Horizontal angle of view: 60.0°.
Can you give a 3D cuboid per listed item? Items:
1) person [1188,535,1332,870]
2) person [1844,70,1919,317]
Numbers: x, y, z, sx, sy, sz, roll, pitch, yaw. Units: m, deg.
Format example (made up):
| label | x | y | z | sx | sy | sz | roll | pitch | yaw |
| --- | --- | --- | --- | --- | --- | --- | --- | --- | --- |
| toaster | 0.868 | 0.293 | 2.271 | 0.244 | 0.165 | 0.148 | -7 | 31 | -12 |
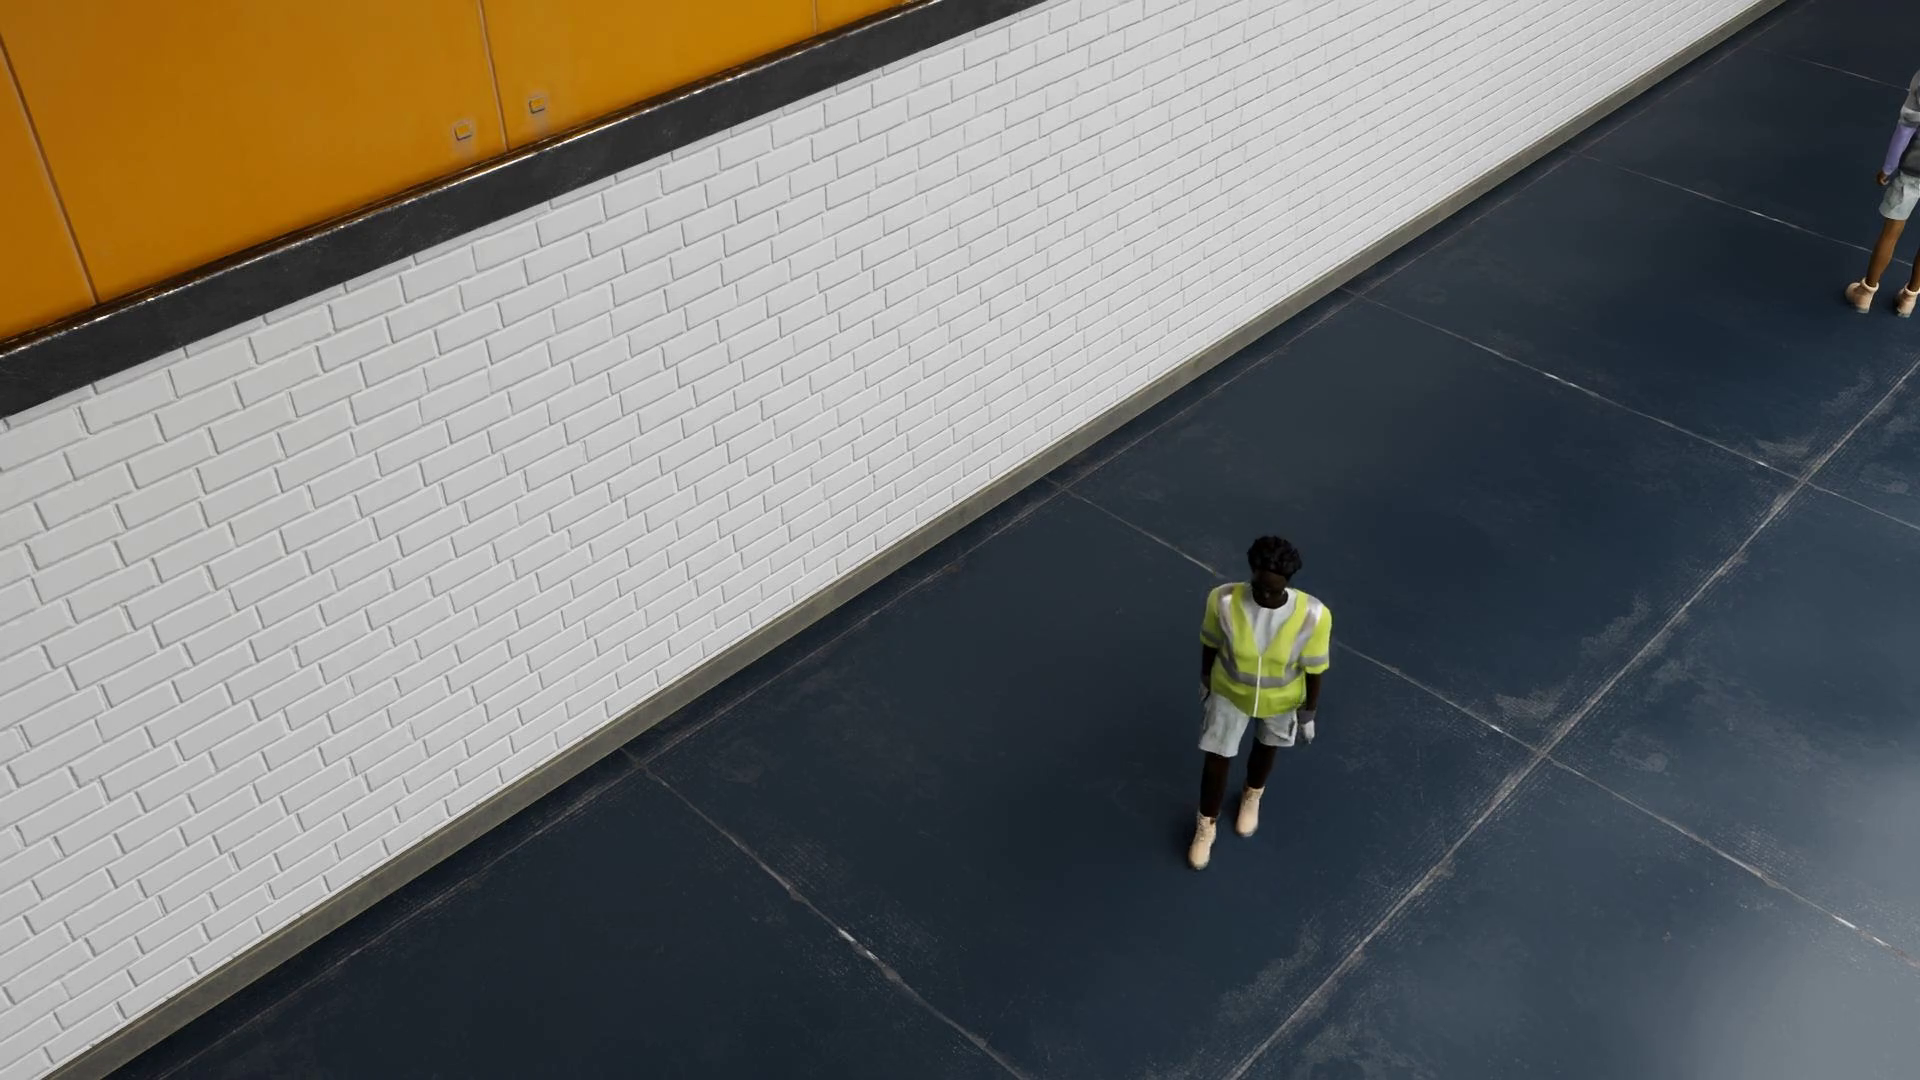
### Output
| label | x | y | z | sx | sy | sz | roll | pitch | yaw |
| --- | --- | --- | --- | --- | --- | --- | --- | --- | --- |
| person | 1.226 | 0.707 | 6.910 | 0.536 | 1.677 | 0.633 | 8 | 39 | 10 |
| person | 6.108 | -2.351 | 10.442 | 0.606 | 2.044 | 0.368 | 10 | 40 | 12 |
